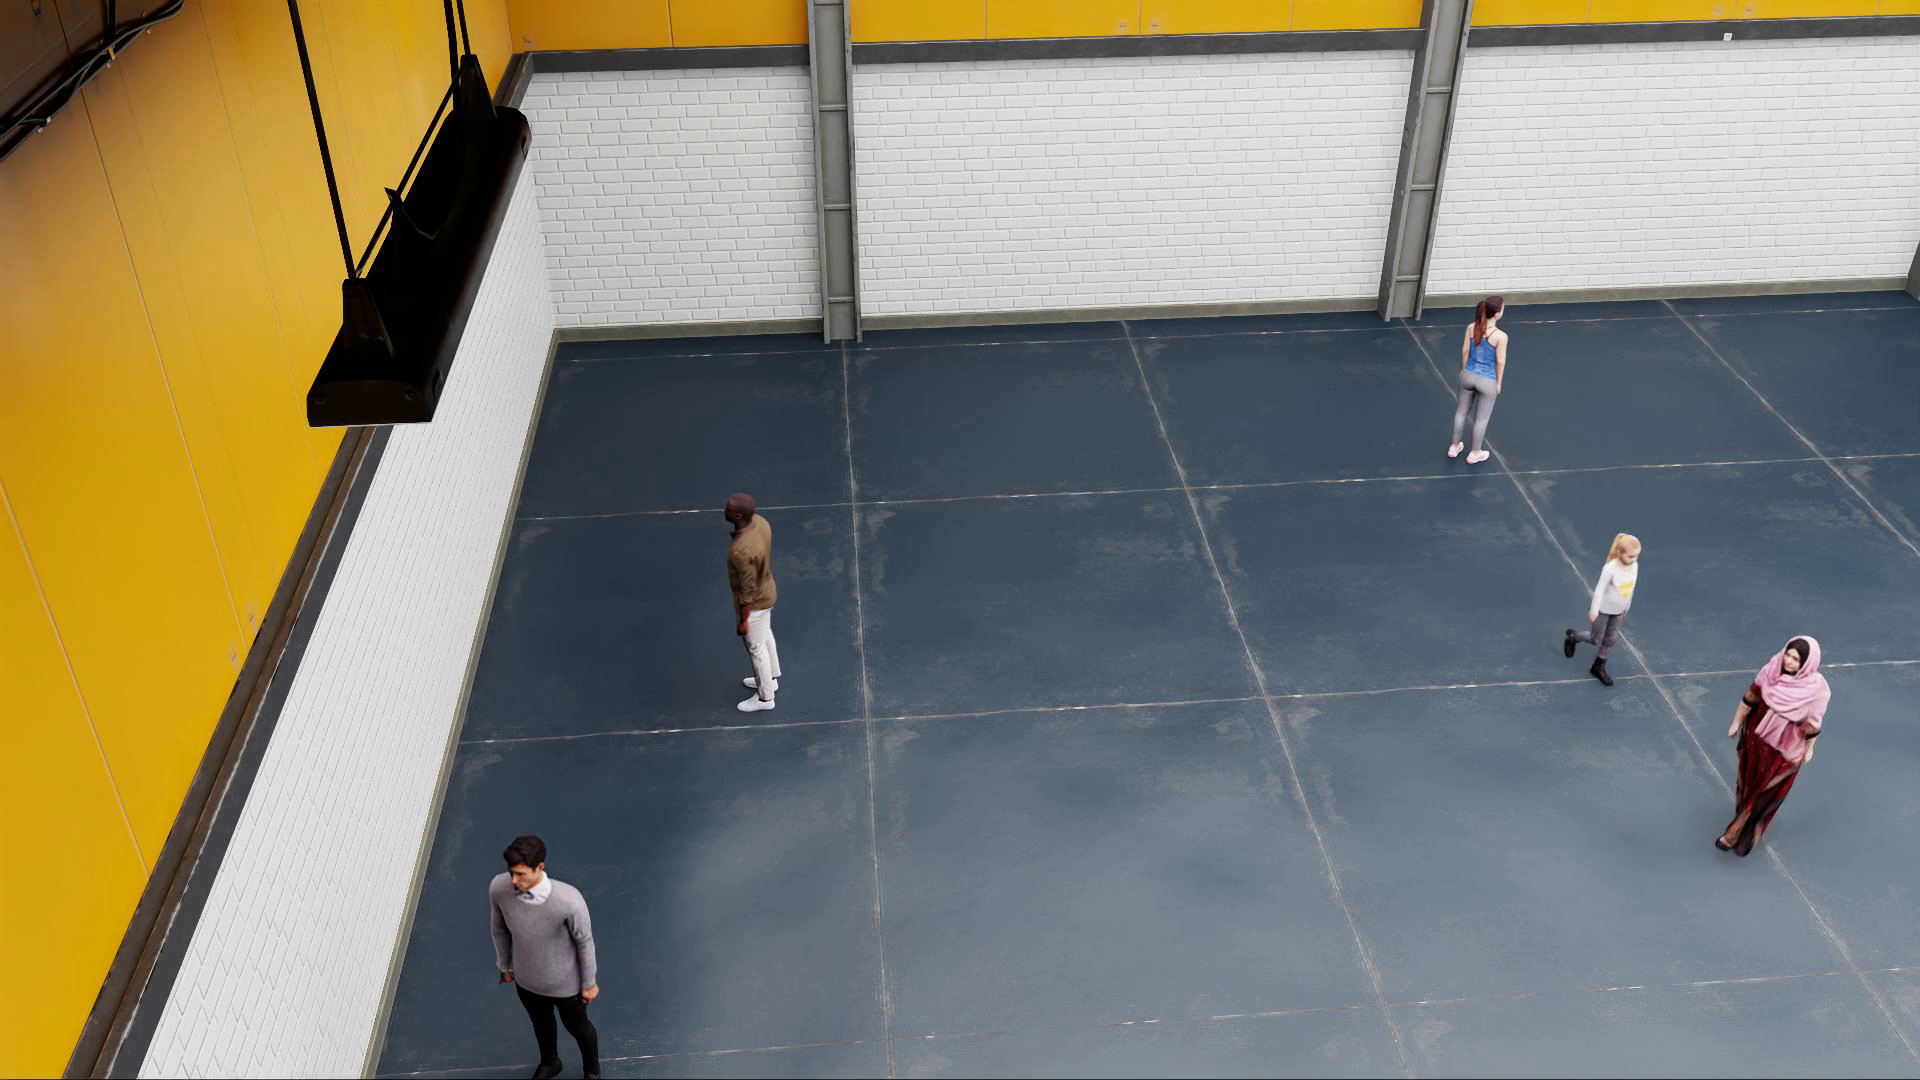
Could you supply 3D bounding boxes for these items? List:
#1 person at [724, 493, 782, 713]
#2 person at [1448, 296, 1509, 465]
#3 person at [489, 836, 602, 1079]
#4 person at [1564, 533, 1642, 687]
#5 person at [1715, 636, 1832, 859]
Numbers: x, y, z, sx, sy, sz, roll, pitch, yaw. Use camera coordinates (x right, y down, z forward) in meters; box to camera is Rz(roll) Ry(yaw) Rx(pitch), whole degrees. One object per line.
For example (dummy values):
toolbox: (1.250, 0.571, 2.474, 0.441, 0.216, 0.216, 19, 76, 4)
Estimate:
person: (-1.488, 0.435, 11.997, 0.660, 1.825, 0.764, 4, 34, 5)
person: (4.694, -1.450, 15.027, 0.657, 1.609, 0.710, 28, 43, 35)
person: (-2.229, 2.334, 9.053, 0.703, 1.922, 0.884, 9, 35, 14)
person: (4.822, 0.468, 12.452, 0.723, 1.265, 0.683, -12, 35, -17)
person: (5.406, 1.273, 10.932, 1.073, 1.608, 0.912, -20, 39, -27)
